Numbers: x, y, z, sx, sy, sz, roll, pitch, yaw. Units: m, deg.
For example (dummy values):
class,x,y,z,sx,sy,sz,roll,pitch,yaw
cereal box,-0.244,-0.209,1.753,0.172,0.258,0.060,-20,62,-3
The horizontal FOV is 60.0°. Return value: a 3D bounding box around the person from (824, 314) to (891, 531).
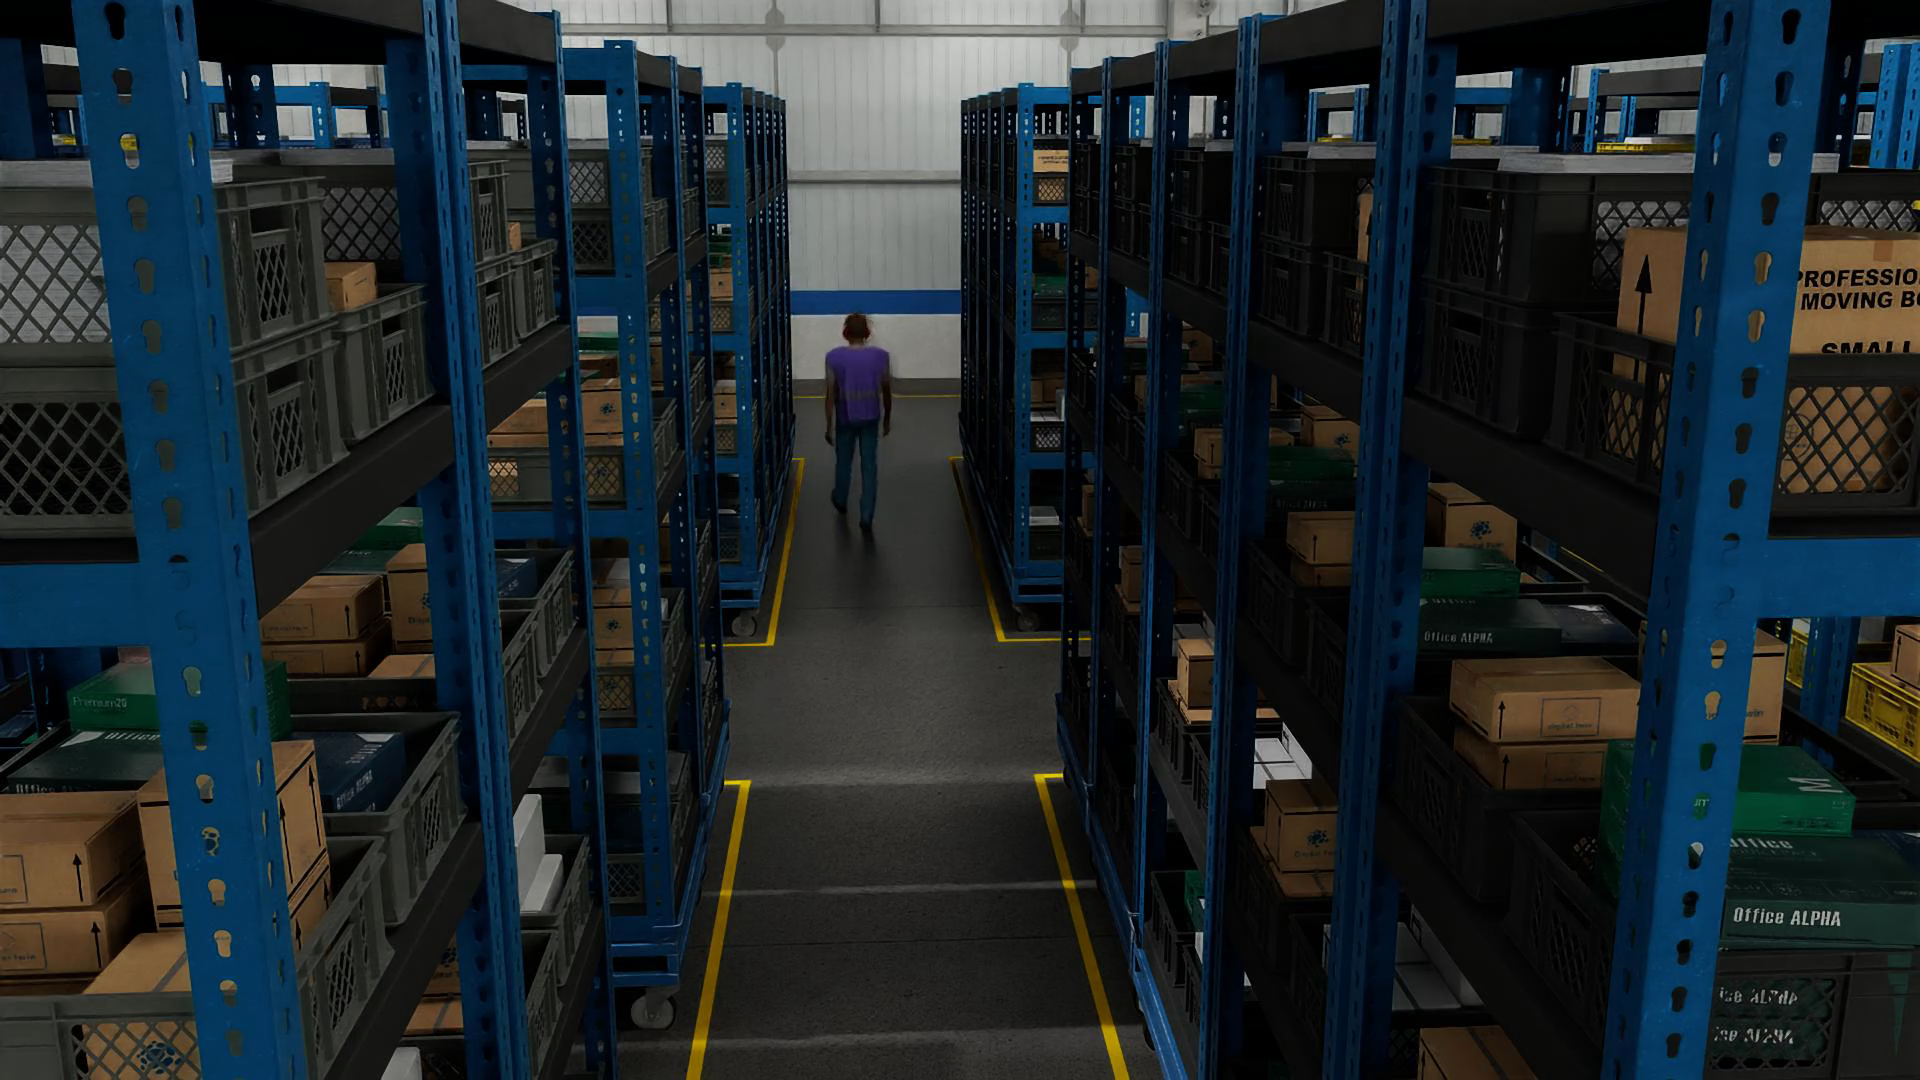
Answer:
class,x,y,z,sx,sy,sz,roll,pitch,yaw
person,-0.880,-1.027,14.191,0.596,1.792,0.955,-4,14,-14
